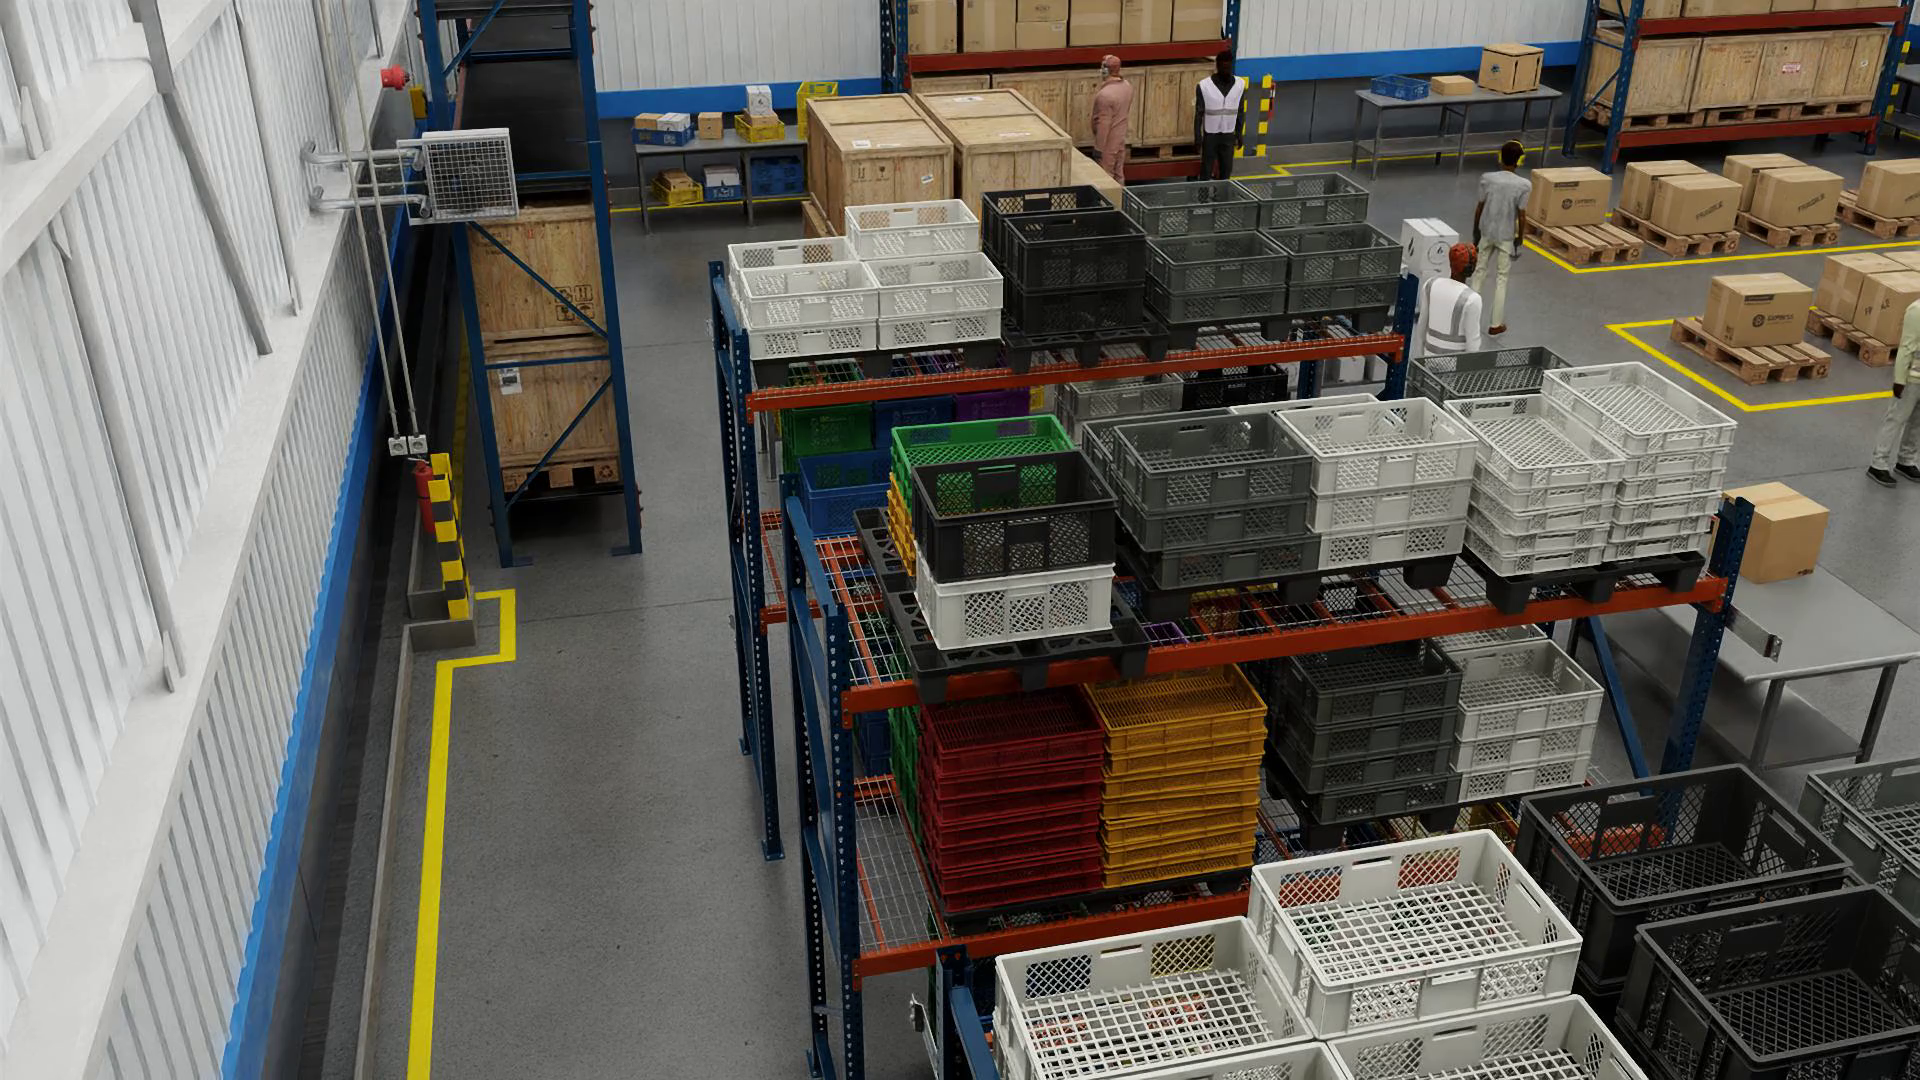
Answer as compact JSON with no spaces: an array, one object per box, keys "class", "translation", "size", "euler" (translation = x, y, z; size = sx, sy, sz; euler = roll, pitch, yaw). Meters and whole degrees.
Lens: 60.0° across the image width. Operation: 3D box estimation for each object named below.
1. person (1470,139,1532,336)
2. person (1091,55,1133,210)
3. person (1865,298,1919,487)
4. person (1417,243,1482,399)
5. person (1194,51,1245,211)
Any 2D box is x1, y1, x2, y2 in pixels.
[{"class":"person","translation":[5.092,-2.854,15.745],"size":[0.494,1.860,0.330],"euler":[18,33,30]},{"class":"person","translation":[1.676,-4.525,18.863],"size":[0.405,1.904,0.653],"euler":[16,32,27]},{"class":"person","translation":[7.451,-1.289,12.812],"size":[0.595,1.827,0.403],"euler":[-8,29,-14]},{"class":"person","translation":[3.795,-1.395,12.946],"size":[0.348,1.882,0.584],"euler":[-16,32,-27]},{"class":"person","translation":[2.969,-4.669,19.136],"size":[0.598,1.909,0.405],"euler":[-6,28,-11]}]
